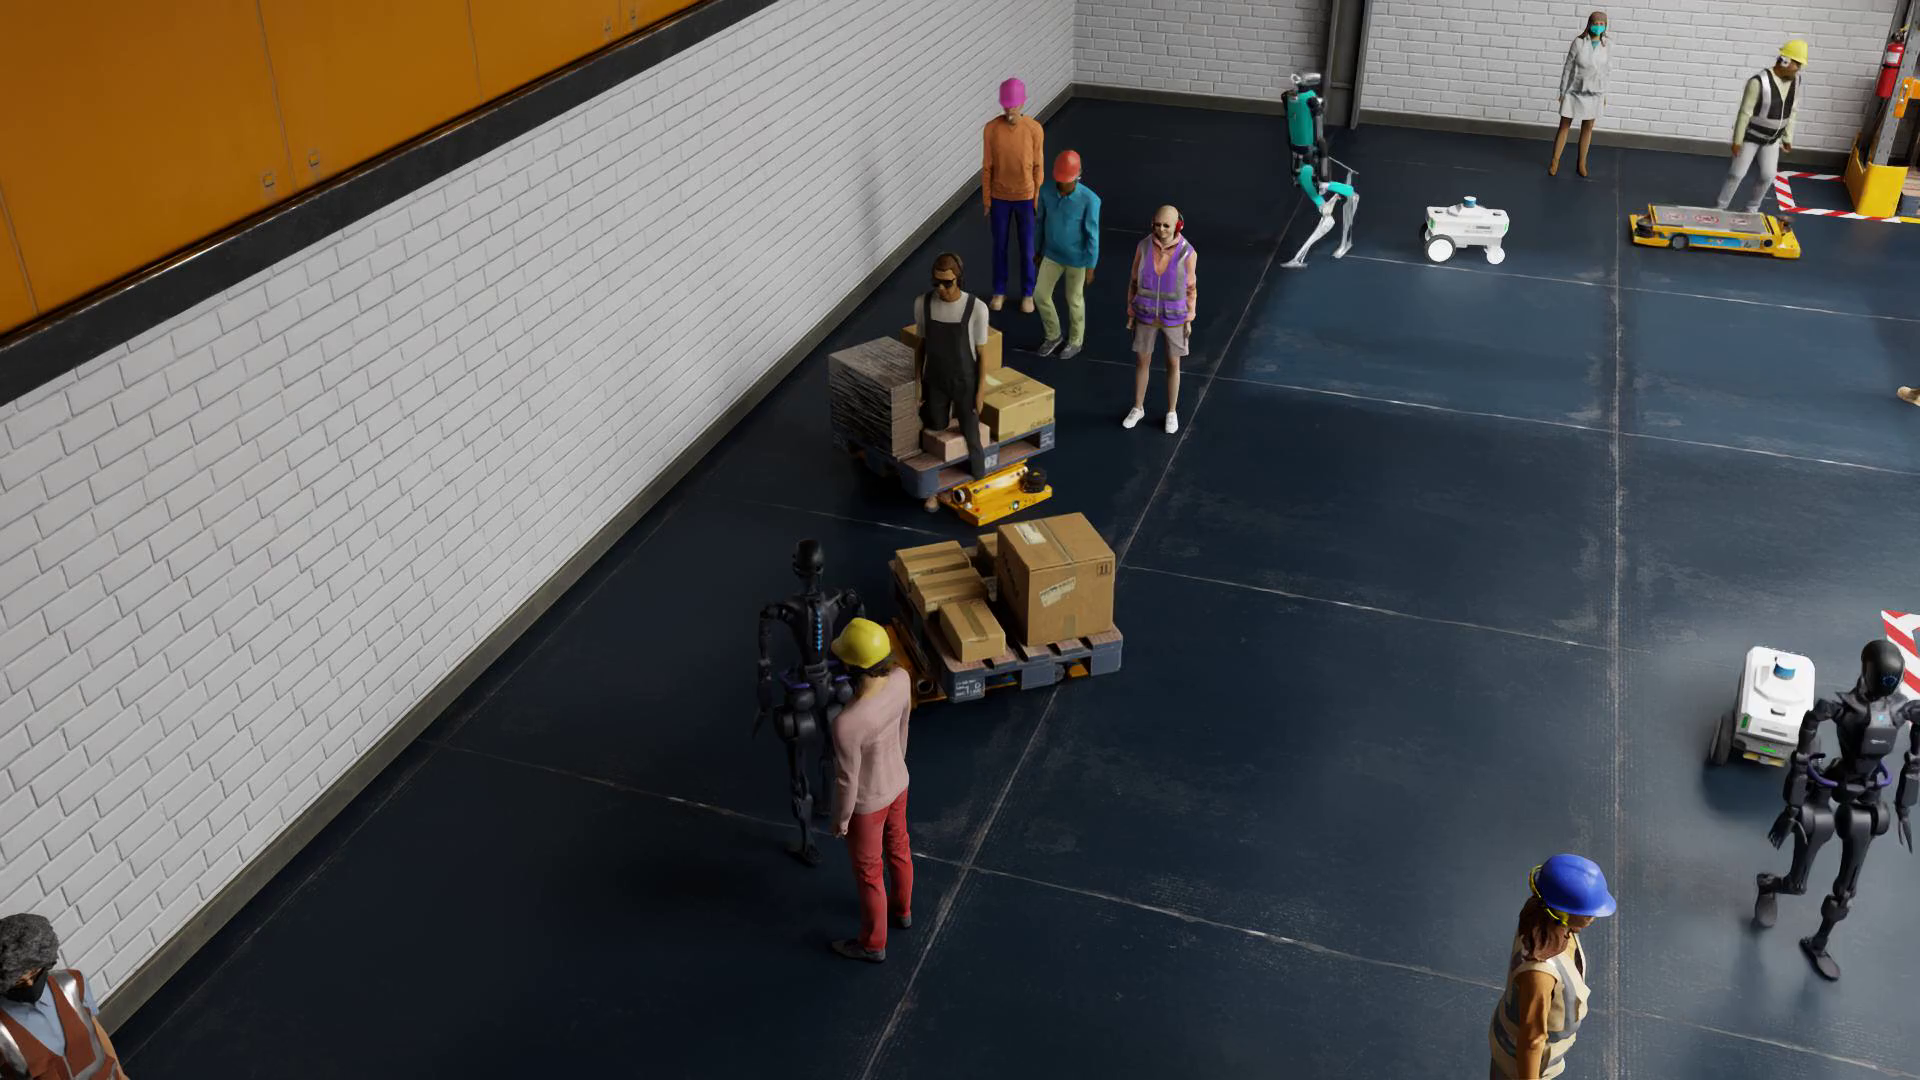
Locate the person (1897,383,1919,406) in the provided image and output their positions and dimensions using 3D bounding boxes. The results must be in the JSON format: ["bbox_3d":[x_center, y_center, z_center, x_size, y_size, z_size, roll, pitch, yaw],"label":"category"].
[{"bbox_3d":[7.402,-1.851,12.201,0.518,1.865,0.391,-8,31,-14],"label":"person"}]

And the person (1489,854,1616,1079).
[{"bbox_3d":[2.064,1.839,6.008,0.305,1.778,0.462,12,32,19],"label":"person"}]

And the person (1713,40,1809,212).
[{"bbox_3d":[7.492,-3.774,15.550,0.600,1.793,0.438,-9,32,-16],"label":"person"}]

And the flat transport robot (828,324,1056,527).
[{"bbox_3d":[-0.080,-0.532,11.530,0.659,0.231,1.431,-22,37,-33],"label":"flat transport robot"}]

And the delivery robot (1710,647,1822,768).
[{"bbox_3d":[4.299,0.914,8.802,0.499,0.608,0.801,13,33,21],"label":"delivery robot"}]

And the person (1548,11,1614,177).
[{"bbox_3d":[6.359,-4.539,16.971,0.485,1.661,0.338,5,31,8],"label":"person"}]

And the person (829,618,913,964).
[{"bbox_3d":[-0.395,1.094,7.284,0.302,1.771,0.524,16,34,26],"label":"person"}]

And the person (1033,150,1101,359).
[{"bbox_3d":[0.811,-2.217,12.961,0.619,1.714,0.486,21,37,32],"label":"person"}]

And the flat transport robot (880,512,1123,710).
[{"bbox_3d":[0.134,0.624,9.563,1.431,0.231,0.659,-10,32,-16],"label":"flat transport robot"}]

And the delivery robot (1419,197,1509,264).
[{"bbox_3d":[4.572,-2.821,15.158,0.788,0.610,0.499,4,31,6],"label":"delivery robot"}]

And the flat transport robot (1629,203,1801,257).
[{"bbox_3d":[7.043,-2.892,15.546,1.431,0.231,0.659,8,31,13],"label":"flat transport robot"}]

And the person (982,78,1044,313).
[{"bbox_3d":[0.431,-2.854,13.806,0.515,1.973,0.407,4,31,7],"label":"person"}]

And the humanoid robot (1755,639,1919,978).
[{"bbox_3d":[3.881,1.141,7.304,0.586,1.645,0.520,1,30,2],"label":"humanoid robot"}]

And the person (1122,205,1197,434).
[{"bbox_3d":[1.438,-1.580,11.905,0.492,1.693,0.349,9,32,15],"label":"person"}]

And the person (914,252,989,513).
[{"bbox_3d":[-0.057,-1.002,10.788,0.499,1.837,0.335,10,32,16],"label":"person"}]

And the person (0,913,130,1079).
[{"bbox_3d":[-3.127,1.992,5.830,0.311,1.690,0.445,18,35,27],"label":"person"}]

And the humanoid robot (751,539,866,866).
[{"bbox_3d":[-0.716,0.750,7.963,0.611,1.637,0.538,-12,32,-19],"label":"humanoid robot"}]

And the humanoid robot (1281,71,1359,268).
[{"bbox_3d":[3.278,-3.334,14.860,0.905,1.759,0.620,-15,34,-24],"label":"humanoid robot"}]
